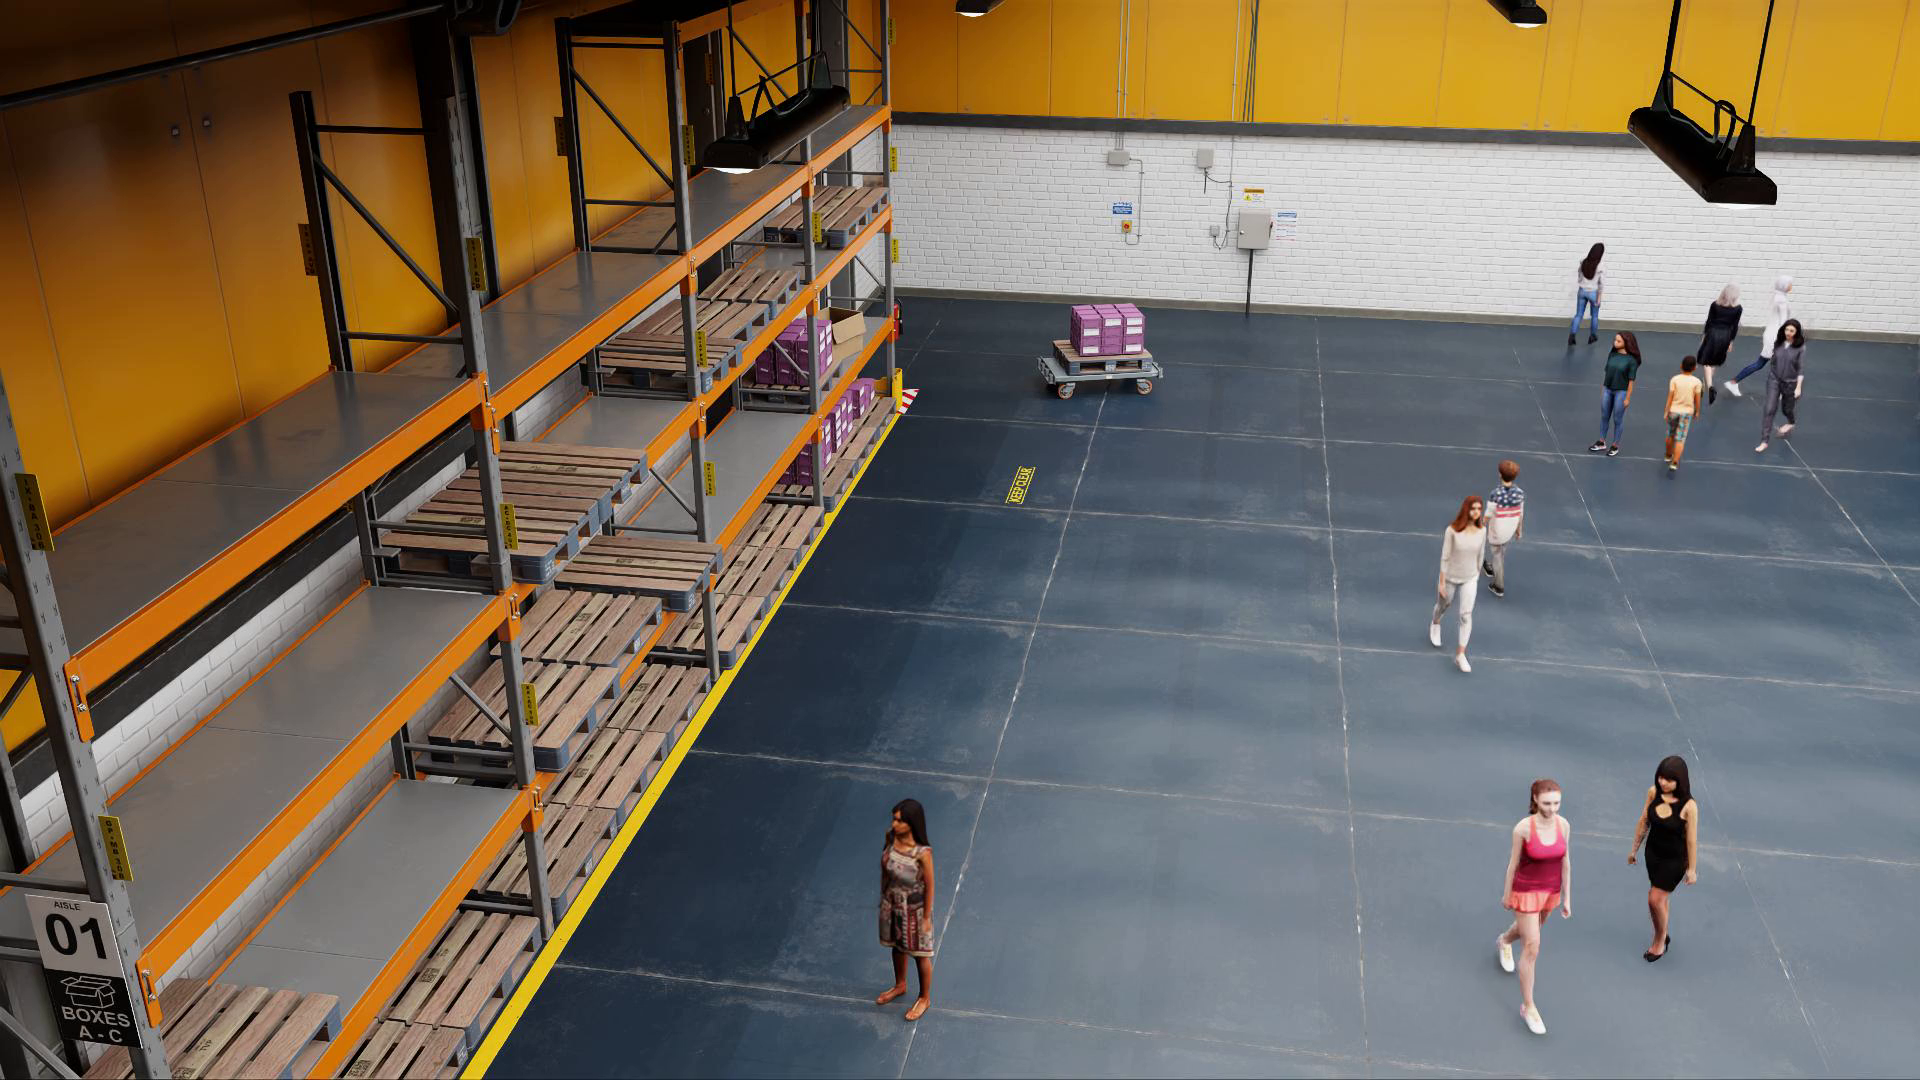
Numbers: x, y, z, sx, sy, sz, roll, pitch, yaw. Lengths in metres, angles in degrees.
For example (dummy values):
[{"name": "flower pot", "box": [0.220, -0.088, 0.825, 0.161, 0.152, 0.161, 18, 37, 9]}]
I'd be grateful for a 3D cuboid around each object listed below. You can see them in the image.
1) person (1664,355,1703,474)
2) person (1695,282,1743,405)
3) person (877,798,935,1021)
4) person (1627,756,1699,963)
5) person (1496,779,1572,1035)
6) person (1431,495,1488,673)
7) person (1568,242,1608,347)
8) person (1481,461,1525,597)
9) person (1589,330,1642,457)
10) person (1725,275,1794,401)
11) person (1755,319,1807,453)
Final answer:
[{"name": "person", "box": [8.874, -1.533, 20.478, 0.715, 1.440, 1.031, 11, 26, 24]}, {"name": "person", "box": [10.325, -2.636, 22.655, 0.690, 1.719, 0.981, 6, 24, 12]}, {"name": "person", "box": [-0.345, 2.441, 11.133, 0.724, 1.645, 0.726, 20, 31, 39]}, {"name": "person", "box": [5.002, 2.219, 11.662, 0.767, 1.628, 0.693, -13, 27, -27]}, {"name": "person", "box": [3.867, 2.351, 11.250, 0.841, 1.716, 1.190, -5, 24, -10]}, {"name": "person", "box": [4.726, 0.342, 15.890, 0.692, 1.680, 1.108, 1, 24, 2]}, {"name": "person", "box": [9.492, -3.695, 25.224, 0.886, 1.602, 1.037, 19, 30, 37]}, {"name": "person", "box": [5.658, -0.102, 17.244, 0.755, 1.409, 0.962, -5, 24, -11]}, {"name": "person", "box": [8.316, -1.876, 21.046, 0.770, 1.615, 0.705, -14, 27, -29]}, {"name": "person", "box": [11.093, -2.753, 22.893, 0.797, 1.744, 1.102, 8, 25, 19]}, {"name": "person", "box": [10.529, -1.994, 21.219, 1.250, 1.693, 1.058, -21, 31, -40]}]
